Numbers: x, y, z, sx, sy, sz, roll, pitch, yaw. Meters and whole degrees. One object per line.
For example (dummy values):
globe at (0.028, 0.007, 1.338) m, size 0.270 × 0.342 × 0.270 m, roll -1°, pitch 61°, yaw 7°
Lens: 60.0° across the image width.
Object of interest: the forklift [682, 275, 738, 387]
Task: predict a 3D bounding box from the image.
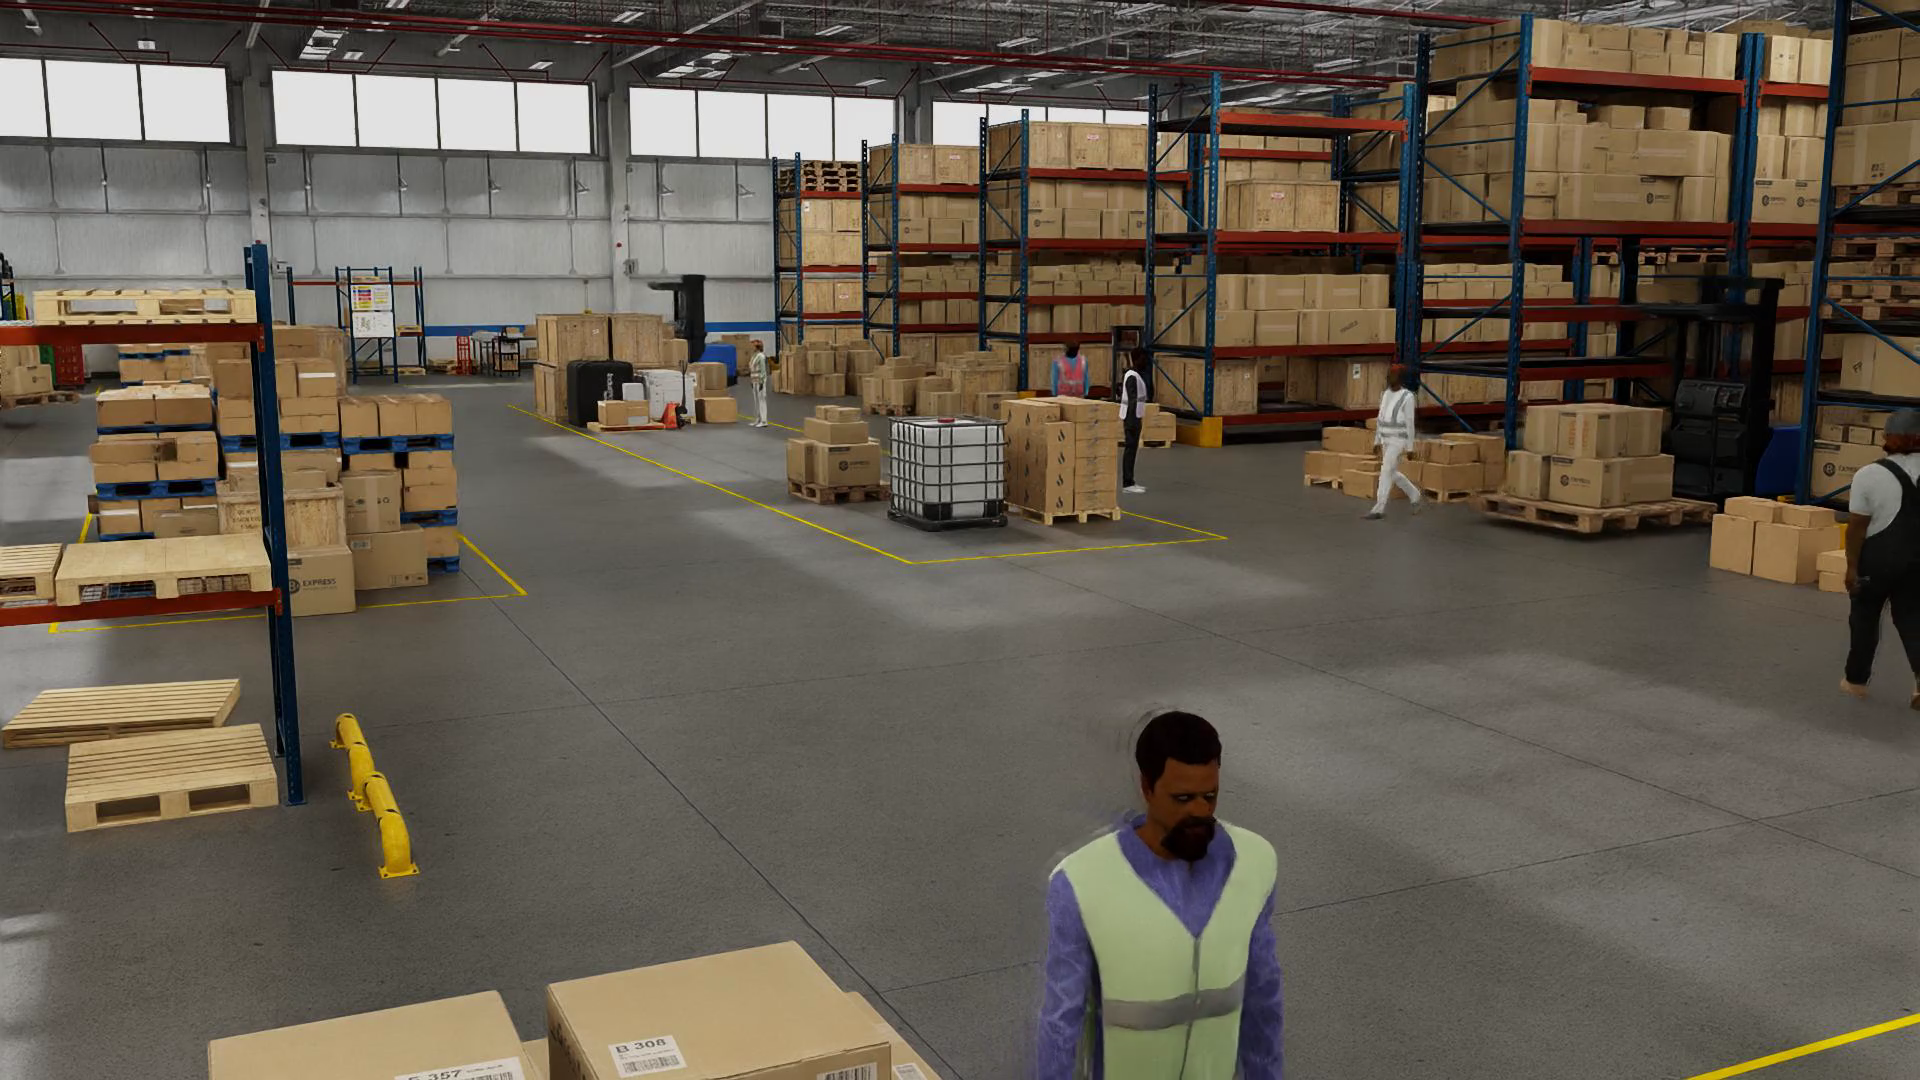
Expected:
forklift at (-6.596, -5.213, 41.430) m, size 1.873 × 2.768 × 1.129 m, roll -4°, pitch 10°, yaw -25°

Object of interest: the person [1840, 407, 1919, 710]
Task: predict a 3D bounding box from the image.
person at (6.209, 0.106, 11.025) m, size 0.694 × 2.000 × 0.786 m, roll 1°, pitch 9°, yaw 6°

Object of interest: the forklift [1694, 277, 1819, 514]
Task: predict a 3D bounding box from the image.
forklift at (9.130, -1.700, 19.635) m, size 1.873 × 2.768 × 1.129 m, roll -4°, pitch 10°, yaw -25°

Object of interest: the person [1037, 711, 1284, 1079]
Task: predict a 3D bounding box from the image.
person at (0.483, 1.319, 3.933) m, size 0.604 × 1.904 × 0.437 m, roll -5°, pitch 10°, yaw -27°

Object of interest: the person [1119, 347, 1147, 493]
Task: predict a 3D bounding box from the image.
person at (2.278, -1.578, 21.860) m, size 0.395 × 1.917 × 0.590 m, roll 2°, pitch 9°, yaw 11°

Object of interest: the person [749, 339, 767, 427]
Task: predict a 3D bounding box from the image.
person at (-3.765, -2.925, 31.066) m, size 0.310 × 1.642 × 0.514 m, roll -4°, pitch 10°, yaw -26°

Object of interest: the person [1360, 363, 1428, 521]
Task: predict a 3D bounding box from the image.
person at (5.105, -1.144, 19.392) m, size 0.877 × 1.857 × 0.578 m, roll -3°, pitch 9°, yaw -15°

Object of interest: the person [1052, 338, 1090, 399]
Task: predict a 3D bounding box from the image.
person at (1.798, -2.397, 27.255) m, size 0.644 × 1.818 × 0.596 m, roll -2°, pitch 9°, yaw -12°

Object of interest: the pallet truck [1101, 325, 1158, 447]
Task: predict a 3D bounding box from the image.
pallet truck at (2.881, -2.596, 27.923) m, size 0.823 × 1.965 × 1.885 m, roll -1°, pitch 9°, yaw -7°
